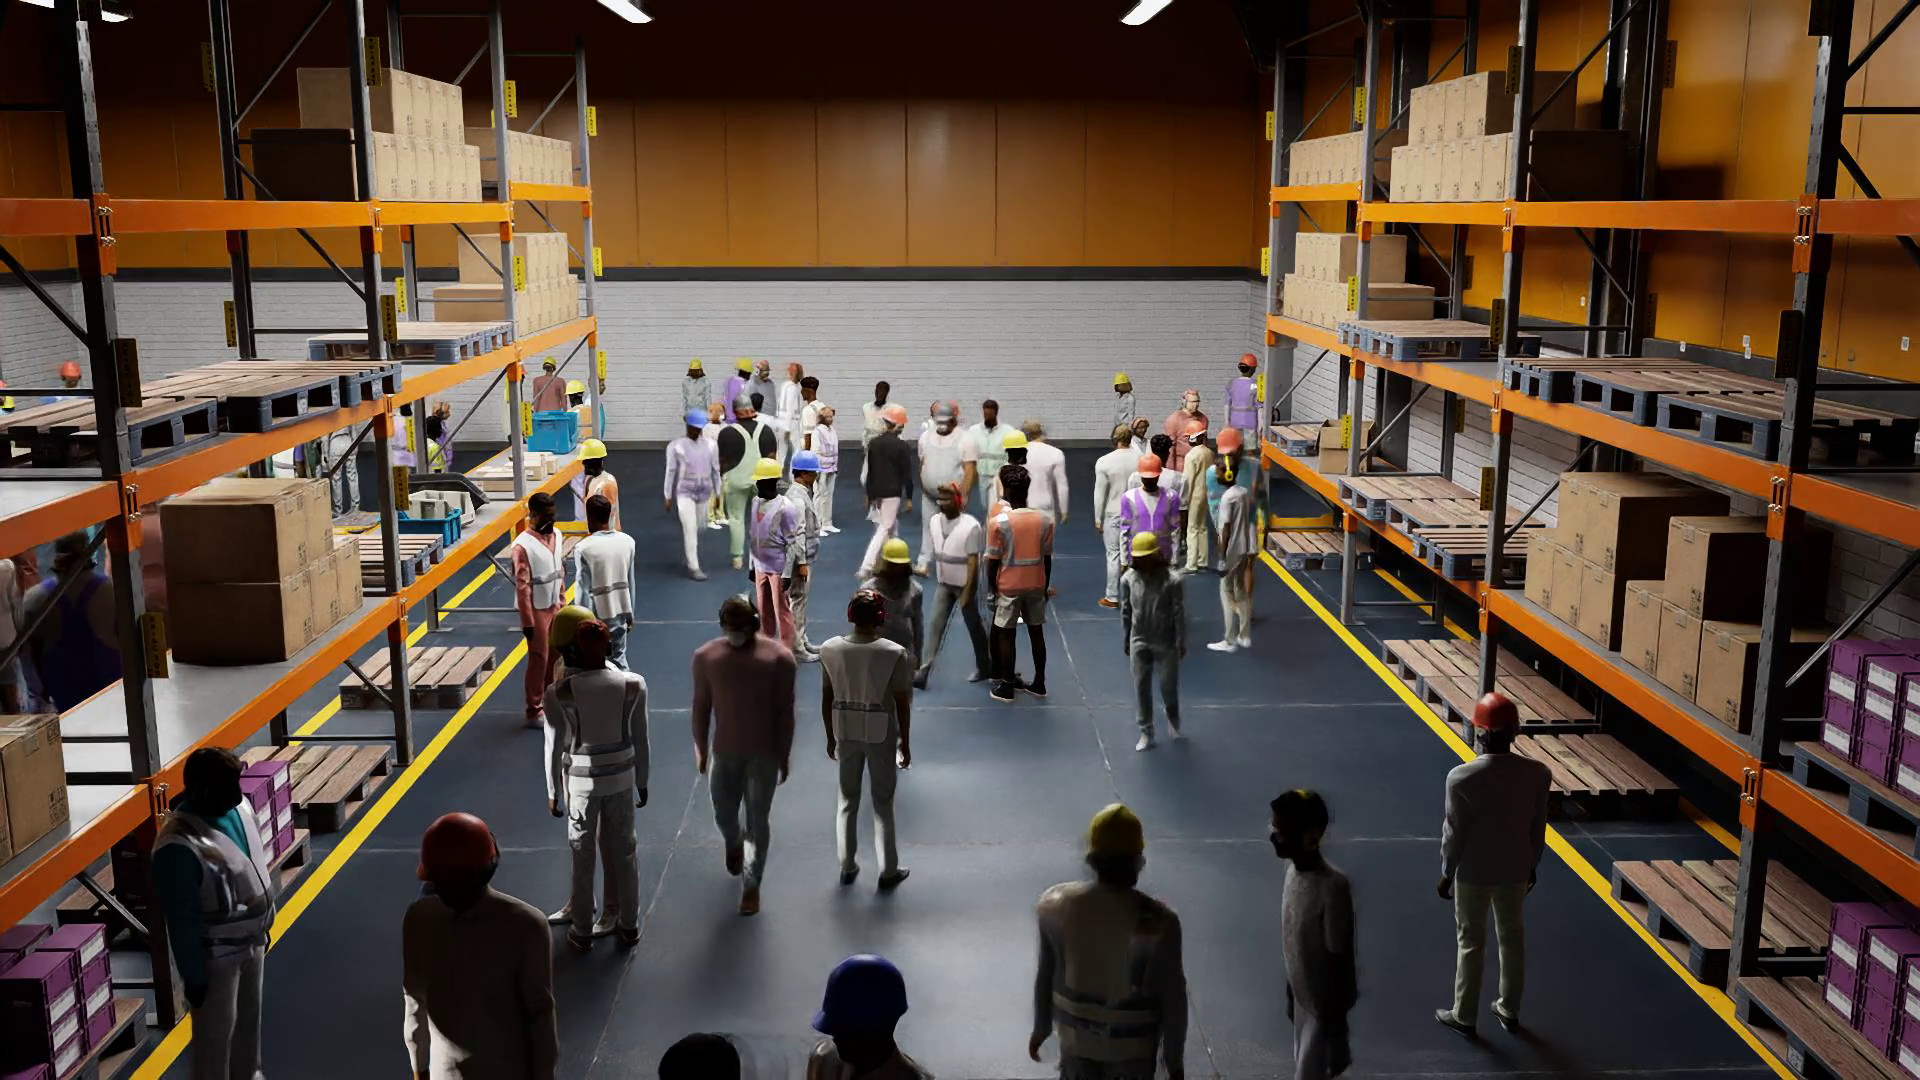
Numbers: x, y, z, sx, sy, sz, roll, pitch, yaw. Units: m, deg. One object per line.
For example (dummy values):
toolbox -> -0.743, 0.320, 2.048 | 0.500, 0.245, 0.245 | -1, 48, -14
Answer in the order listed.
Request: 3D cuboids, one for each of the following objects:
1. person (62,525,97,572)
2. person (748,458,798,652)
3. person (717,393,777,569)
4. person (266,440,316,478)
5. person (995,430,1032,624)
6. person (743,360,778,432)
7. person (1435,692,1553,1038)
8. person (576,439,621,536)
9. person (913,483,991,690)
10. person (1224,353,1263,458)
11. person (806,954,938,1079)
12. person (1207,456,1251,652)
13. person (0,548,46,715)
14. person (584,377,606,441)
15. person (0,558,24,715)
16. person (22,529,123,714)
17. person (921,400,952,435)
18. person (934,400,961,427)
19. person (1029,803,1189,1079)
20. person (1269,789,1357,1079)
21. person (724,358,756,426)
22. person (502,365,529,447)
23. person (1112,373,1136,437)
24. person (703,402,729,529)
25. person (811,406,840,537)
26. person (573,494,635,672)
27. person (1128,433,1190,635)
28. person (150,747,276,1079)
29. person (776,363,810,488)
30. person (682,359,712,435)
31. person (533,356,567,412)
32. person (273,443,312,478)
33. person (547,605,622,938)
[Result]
person -> -10.164, -0.595, 18.952 | 0.407, 1.906, 0.655 | 2, 11, 9
person -> -1.683, 0.225, 14.789 | 0.587, 1.928, 0.362 | 11, 16, 44
person -> -2.491, -0.694, 19.114 | 0.702, 2.000, 0.543 | -7, 13, -30
person -> -7.868, -0.735, 19.575 | 0.632, 1.938, 0.359 | 2, 11, 11
person -> 0.535, -0.141, 16.615 | 0.362, 1.930, 0.588 | 2, 12, 12
person -> -2.921, -1.728, 24.681 | 0.402, 1.894, 0.650 | 6, 13, 28
person -> 2.636, 1.610, 8.277 | 0.562, 1.753, 0.322 | -3, 12, -13
person -> -3.490, -0.032, 16.108 | 0.399, 1.919, 0.586 | -7, 13, -30
person -> -0.081, 0.399, 14.258 | 0.592, 1.789, 0.994 | 10, 15, 42
person -> 4.112, -1.663, 23.963 | 0.611, 2.042, 0.394 | 8, 14, 34
person -> -0.266, 2.160, 5.033 | 0.603, 1.949, 0.384 | 9, 15, 39
person -> 2.534, 0.130, 15.487 | 0.375, 1.852, 0.570 | 6, 13, 29
person -> -7.594, 0.502, 13.226 | 0.611, 1.997, 0.375 | 4, 12, 17
person -> -5.034, -1.363, 22.981 | 0.341, 1.840, 0.504 | -2, 11, -8
person -> -7.151, 0.749, 12.200 | 0.565, 1.910, 0.455 | -10, 15, -42
person -> -5.889, 0.881, 11.213 | 0.679, 2.000, 0.667 | -4, 12, -18
person -> -0.289, -1.009, 21.709 | 0.523, 1.636, 0.310 | -7, 13, -31
person -> -0.161, -0.885, 20.828 | 0.354, 1.738, 0.575 | -4, 12, -18
person -> 0.582, 1.933, 6.540 | 0.670, 1.804, 0.590 | 5, 12, 25
person -> 1.429, 1.889, 6.693 | 0.427, 1.842, 0.532 | -2, 11, -11
person -> -3.348, -1.843, 25.358 | 0.606, 1.854, 0.919 | 5, 12, 25
person -> -6.204, -1.510, 23.319 | 0.389, 1.992, 0.625 | -3, 12, -14
person -> 2.369, -1.577, 24.326 | 0.321, 1.731, 0.489 | -6, 13, -27
person -> -3.131, -0.968, 21.511 | 0.285, 1.633, 0.500 | 5, 12, 25
person -> -1.702, -0.874, 21.029 | 0.310, 1.638, 0.523 | 6, 13, 27
person -> -2.763, 0.592, 13.006 | 0.398, 1.909, 0.600 | 7, 13, 32
person -> 1.916, -0.052, 16.079 | 0.607, 1.966, 0.373 | 3, 12, 17
person -> -3.217, 1.777, 7.268 | 0.429, 1.831, 0.631 | 1, 11, 4
person -> -2.496, -1.683, 24.558 | 0.702, 1.843, 0.570 | -4, 12, -18
person -> -4.201, -2.027, 26.570 | 0.485, 1.738, 0.344 | 2, 11, 10
person -> -6.584, -2.071, 26.750 | 0.532, 1.754, 0.342 | -2, 11, -10
person -> -7.735, -0.623, 19.282 | 0.561, 1.836, 0.393 | 9, 14, 38
person -> -2.122, 1.297, 9.438 | 0.584, 1.918, 0.381 | 8, 14, 36
